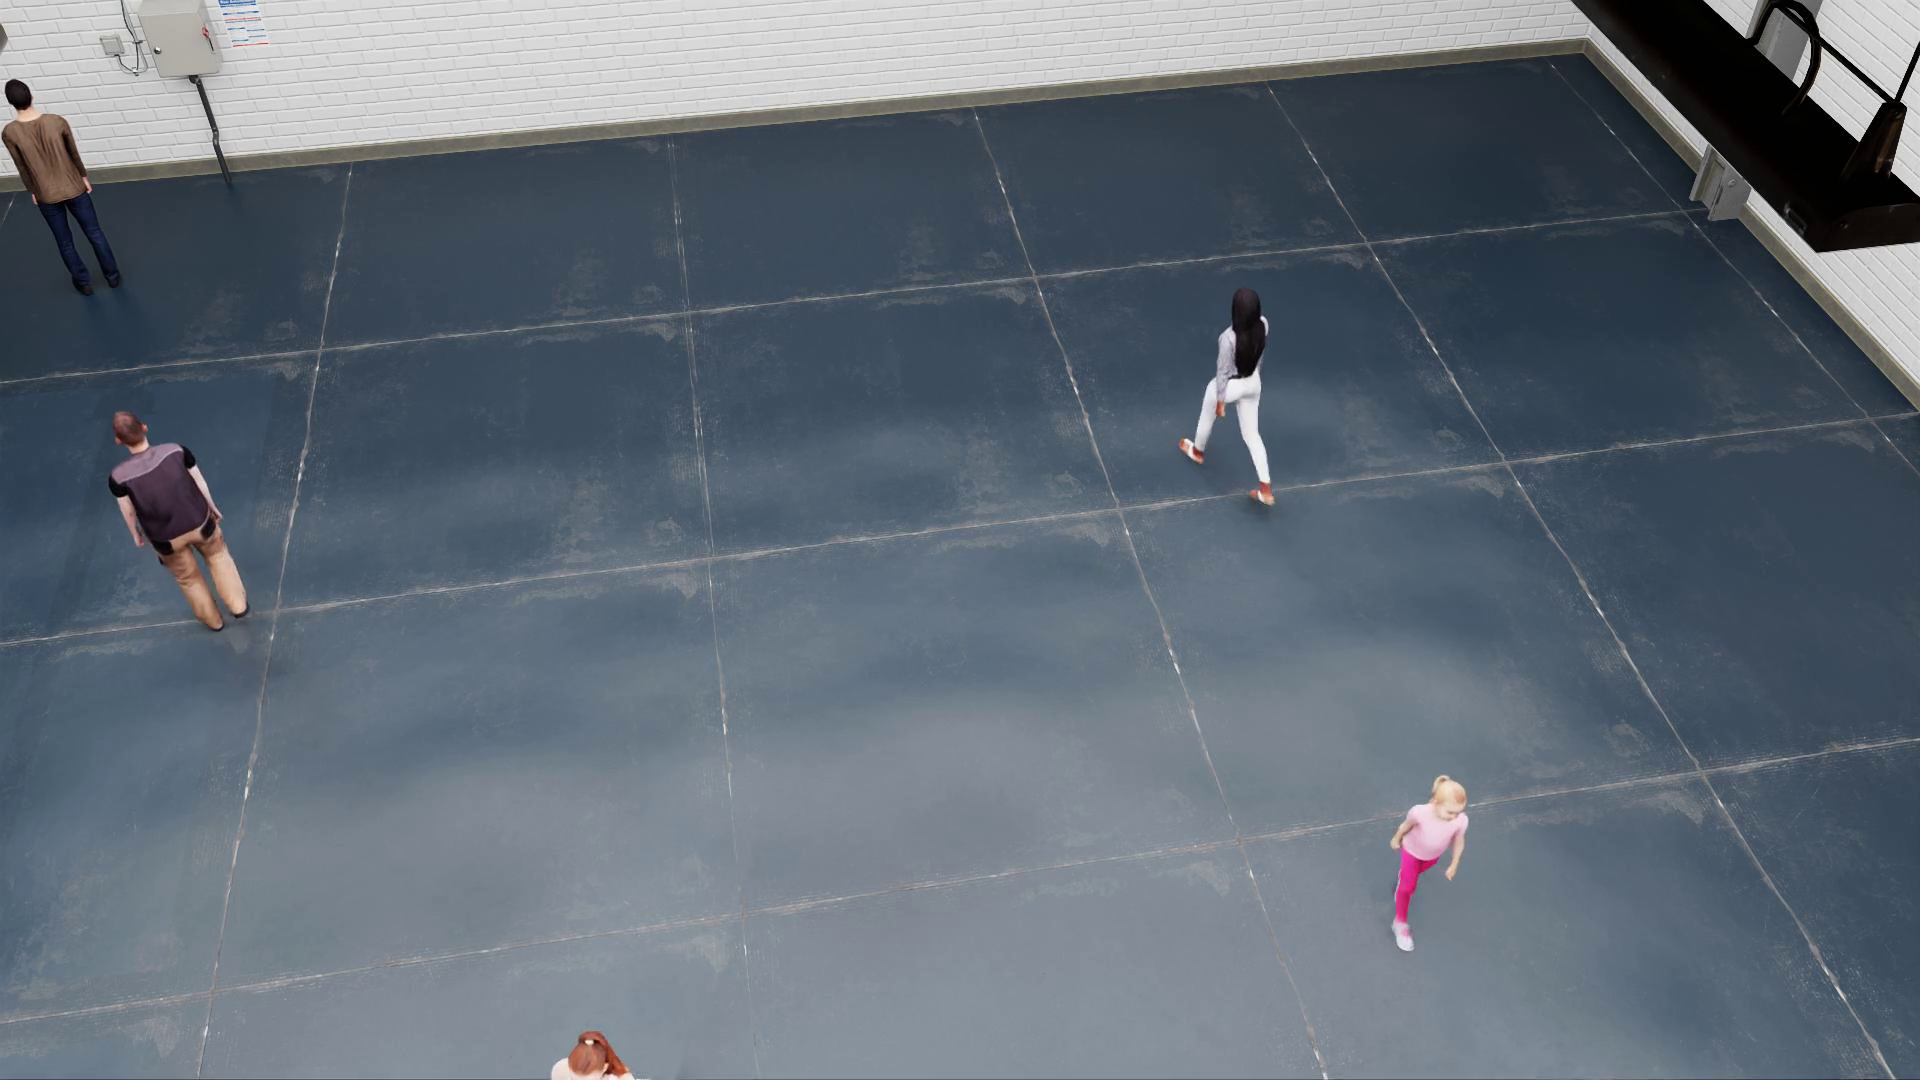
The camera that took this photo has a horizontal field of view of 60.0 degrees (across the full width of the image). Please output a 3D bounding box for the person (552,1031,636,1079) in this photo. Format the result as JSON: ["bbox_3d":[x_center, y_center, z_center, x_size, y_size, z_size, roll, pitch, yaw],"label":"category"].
[{"bbox_3d":[-1.611,2.737,7.805,0.798,1.735,0.913,11,45,11],"label":"person"}]

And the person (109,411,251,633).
[{"bbox_3d":[-4.992,-0.057,10.671,0.809,1.828,0.820,-27,50,-25],"label":"person"}]

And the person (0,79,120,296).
[{"bbox_3d":[-7.361,-2.870,13.581,0.726,1.886,0.701,-24,49,-23],"label":"person"}]

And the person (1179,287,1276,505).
[{"bbox_3d":[2.015,-0.991,11.757,0.900,1.681,1.282,-21,47,-20],"label":"person"}]

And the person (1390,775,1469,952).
[{"bbox_3d":[2.571,1.667,9.281,0.613,1.248,0.841,7,44,7],"label":"person"}]
